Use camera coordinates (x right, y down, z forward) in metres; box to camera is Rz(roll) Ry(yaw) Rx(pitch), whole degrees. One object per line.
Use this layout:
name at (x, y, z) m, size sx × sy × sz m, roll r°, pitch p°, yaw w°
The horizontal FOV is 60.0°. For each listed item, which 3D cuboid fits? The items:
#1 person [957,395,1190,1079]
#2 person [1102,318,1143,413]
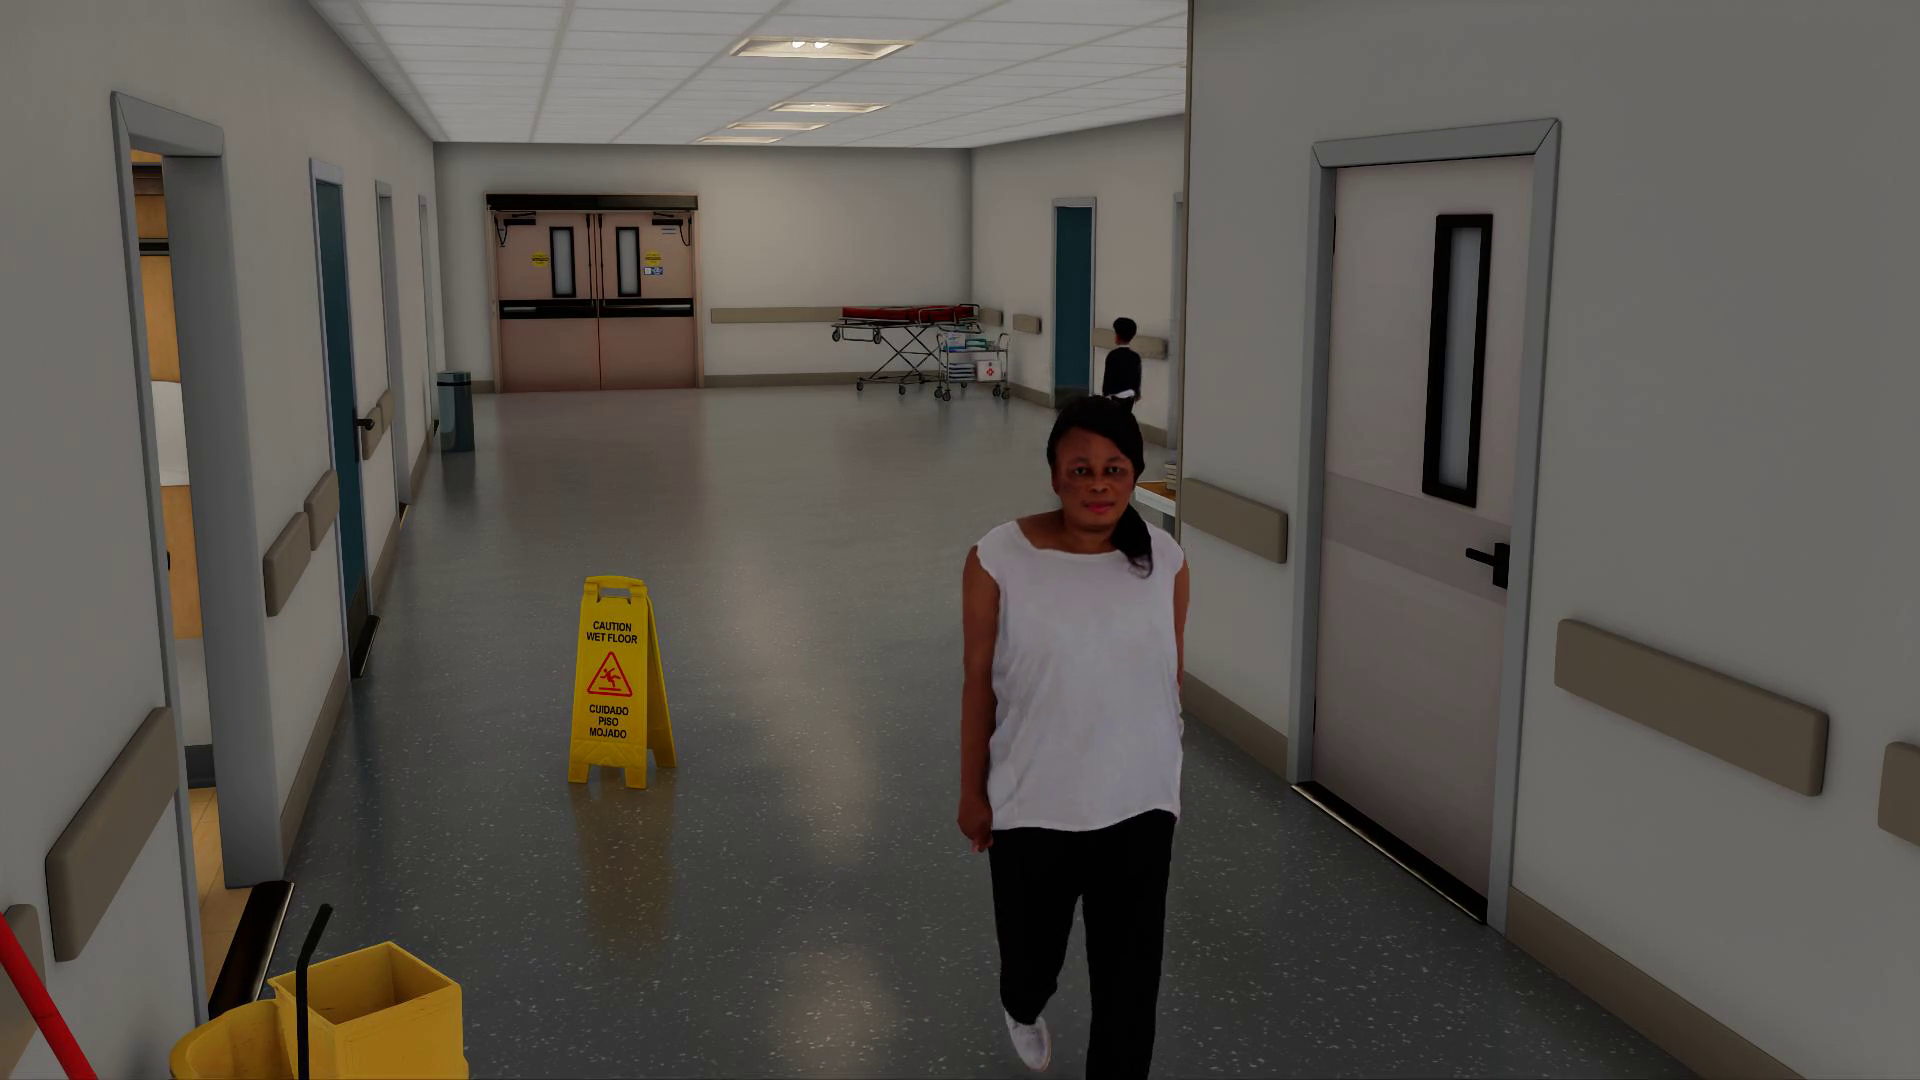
person at (0.257, 0.529, 3.632) m, size 0.760 × 1.659 × 1.084 m, roll -1°, pitch 11°, yaw -6°
person at (1.443, -1.295, 14.337) m, size 0.636 × 1.213 × 0.776 m, roll -7°, pitch 13°, yaw -33°
